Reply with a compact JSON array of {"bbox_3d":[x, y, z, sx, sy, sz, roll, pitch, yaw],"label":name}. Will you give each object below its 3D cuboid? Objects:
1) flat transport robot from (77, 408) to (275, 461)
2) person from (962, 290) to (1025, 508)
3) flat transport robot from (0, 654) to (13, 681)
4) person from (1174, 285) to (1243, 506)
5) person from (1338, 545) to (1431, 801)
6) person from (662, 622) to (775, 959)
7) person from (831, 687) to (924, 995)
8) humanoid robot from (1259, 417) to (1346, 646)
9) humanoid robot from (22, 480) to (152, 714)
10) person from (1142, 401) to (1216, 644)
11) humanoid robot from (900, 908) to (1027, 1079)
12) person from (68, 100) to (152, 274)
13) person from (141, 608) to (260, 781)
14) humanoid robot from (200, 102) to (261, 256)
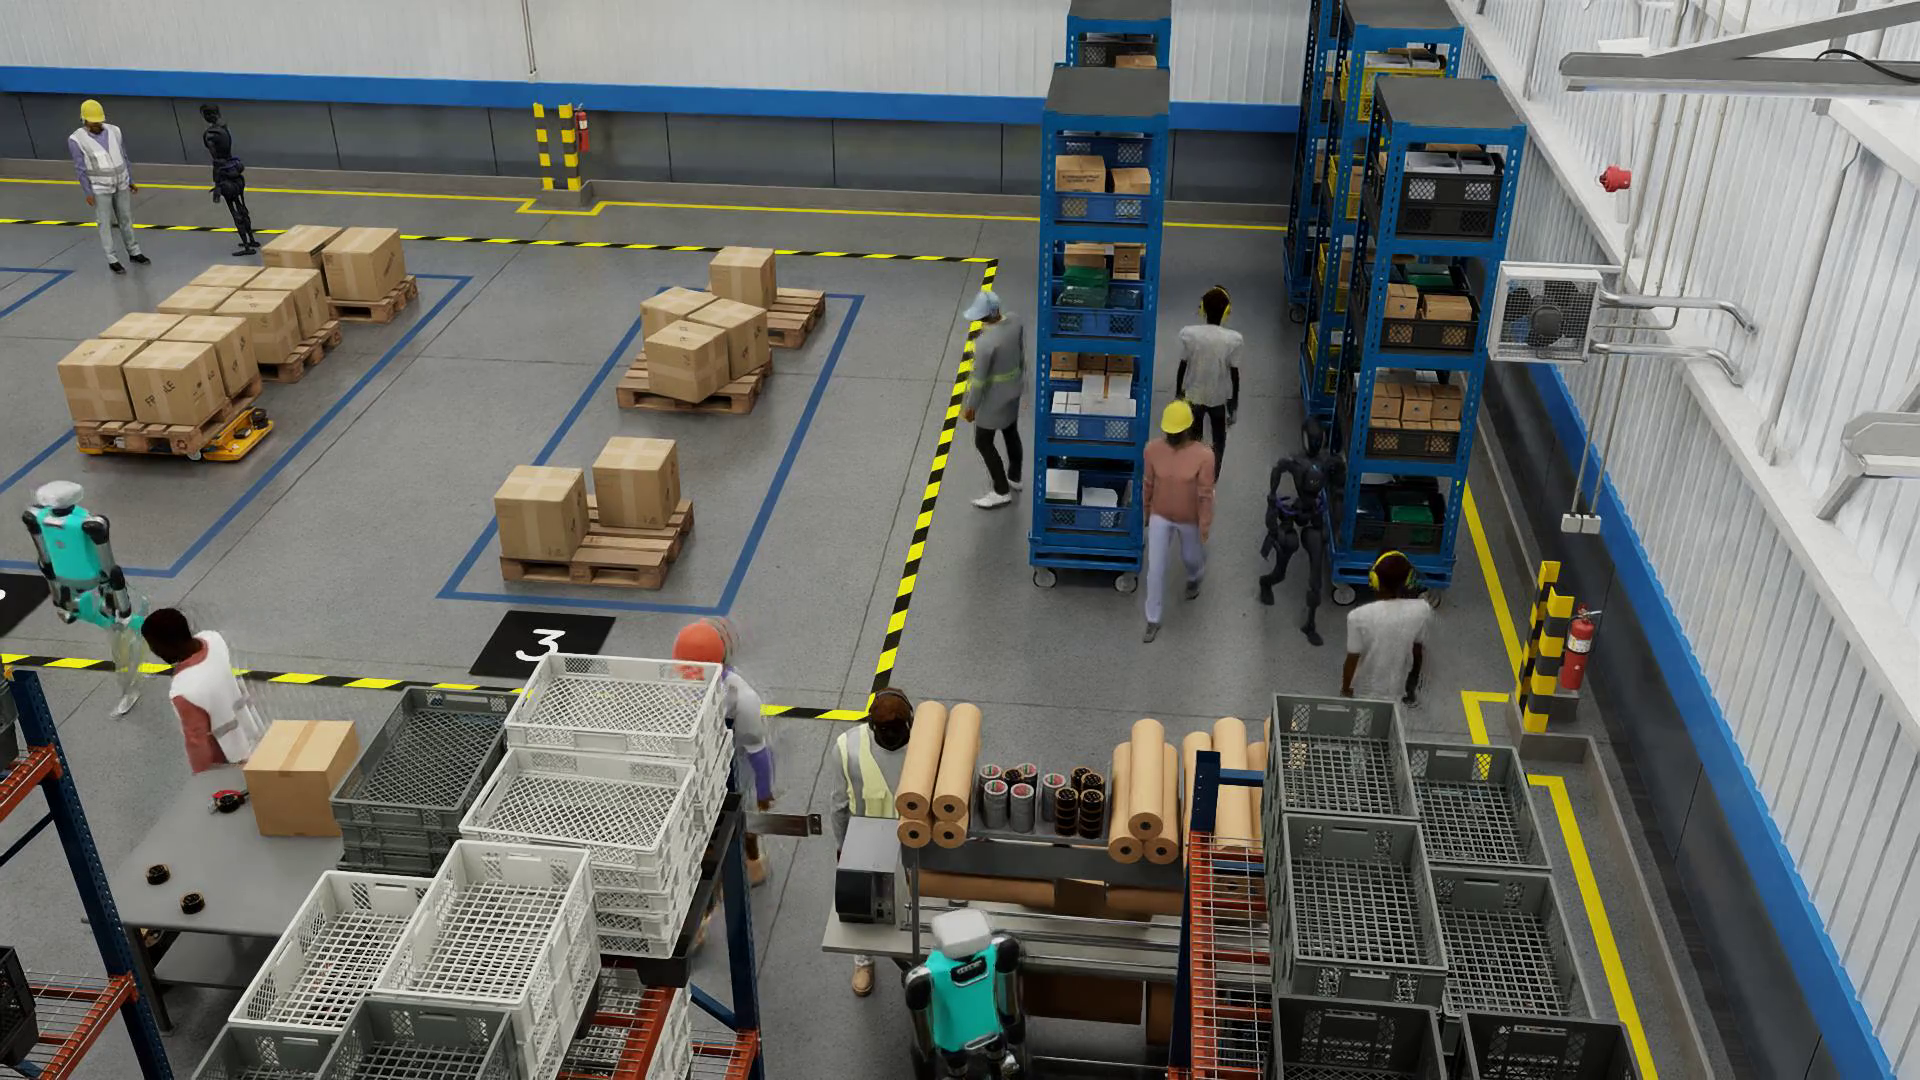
[{"bbox_3d":[-6.728,-0.944,14.268,1.431,0.197,0.652,3,30,6],"label":"flat transport robot"},{"bbox_3d":[0.309,-1.146,13.108,0.371,1.816,0.658,20,36,30],"label":"person"},{"bbox_3d":[-7.142,0.969,11.010,1.431,0.231,0.659,3,30,6],"label":"flat transport robot"},{"bbox_3d":[1.914,-1.092,12.977,0.504,1.856,0.457,7,31,12],"label":"person"},{"bbox_3d":[2.432,0.878,9.599,0.524,1.849,0.763,-2,30,-4],"label":"person"},{"bbox_3d":[-1.383,1.278,8.755,0.633,1.996,0.965,25,39,36],"label":"person"},{"bbox_3d":[-0.340,1.534,8.474,0.621,1.844,0.429,-3,30,-5],"label":"person"},{"bbox_3d":[2.368,-0.117,11.526,0.590,1.639,0.750,-5,31,-8],"label":"humanoid robot"},{"bbox_3d":[-5.446,0.339,10.705,0.576,1.834,0.743,5,31,8],"label":"humanoid robot"},{"bbox_3d":[1.507,-0.203,11.551,0.518,1.737,0.802,9,31,15],"label":"person"},{"bbox_3d":[0.142,2.452,7.033,0.533,1.786,0.809,-16,34,-25],"label":"humanoid robot"},{"bbox_3d":[-8.977,-3.744,17.560,0.404,1.822,0.590,18,35,28],"label":"person"},{"bbox_3d":[-4.081,1.143,9.100,0.467,1.884,0.648,-4,30,-7],"label":"person"},{"bbox_3d":[-7.919,-3.907,17.974,0.315,1.653,0.599,-2,30,-4],"label":"humanoid robot"}]
